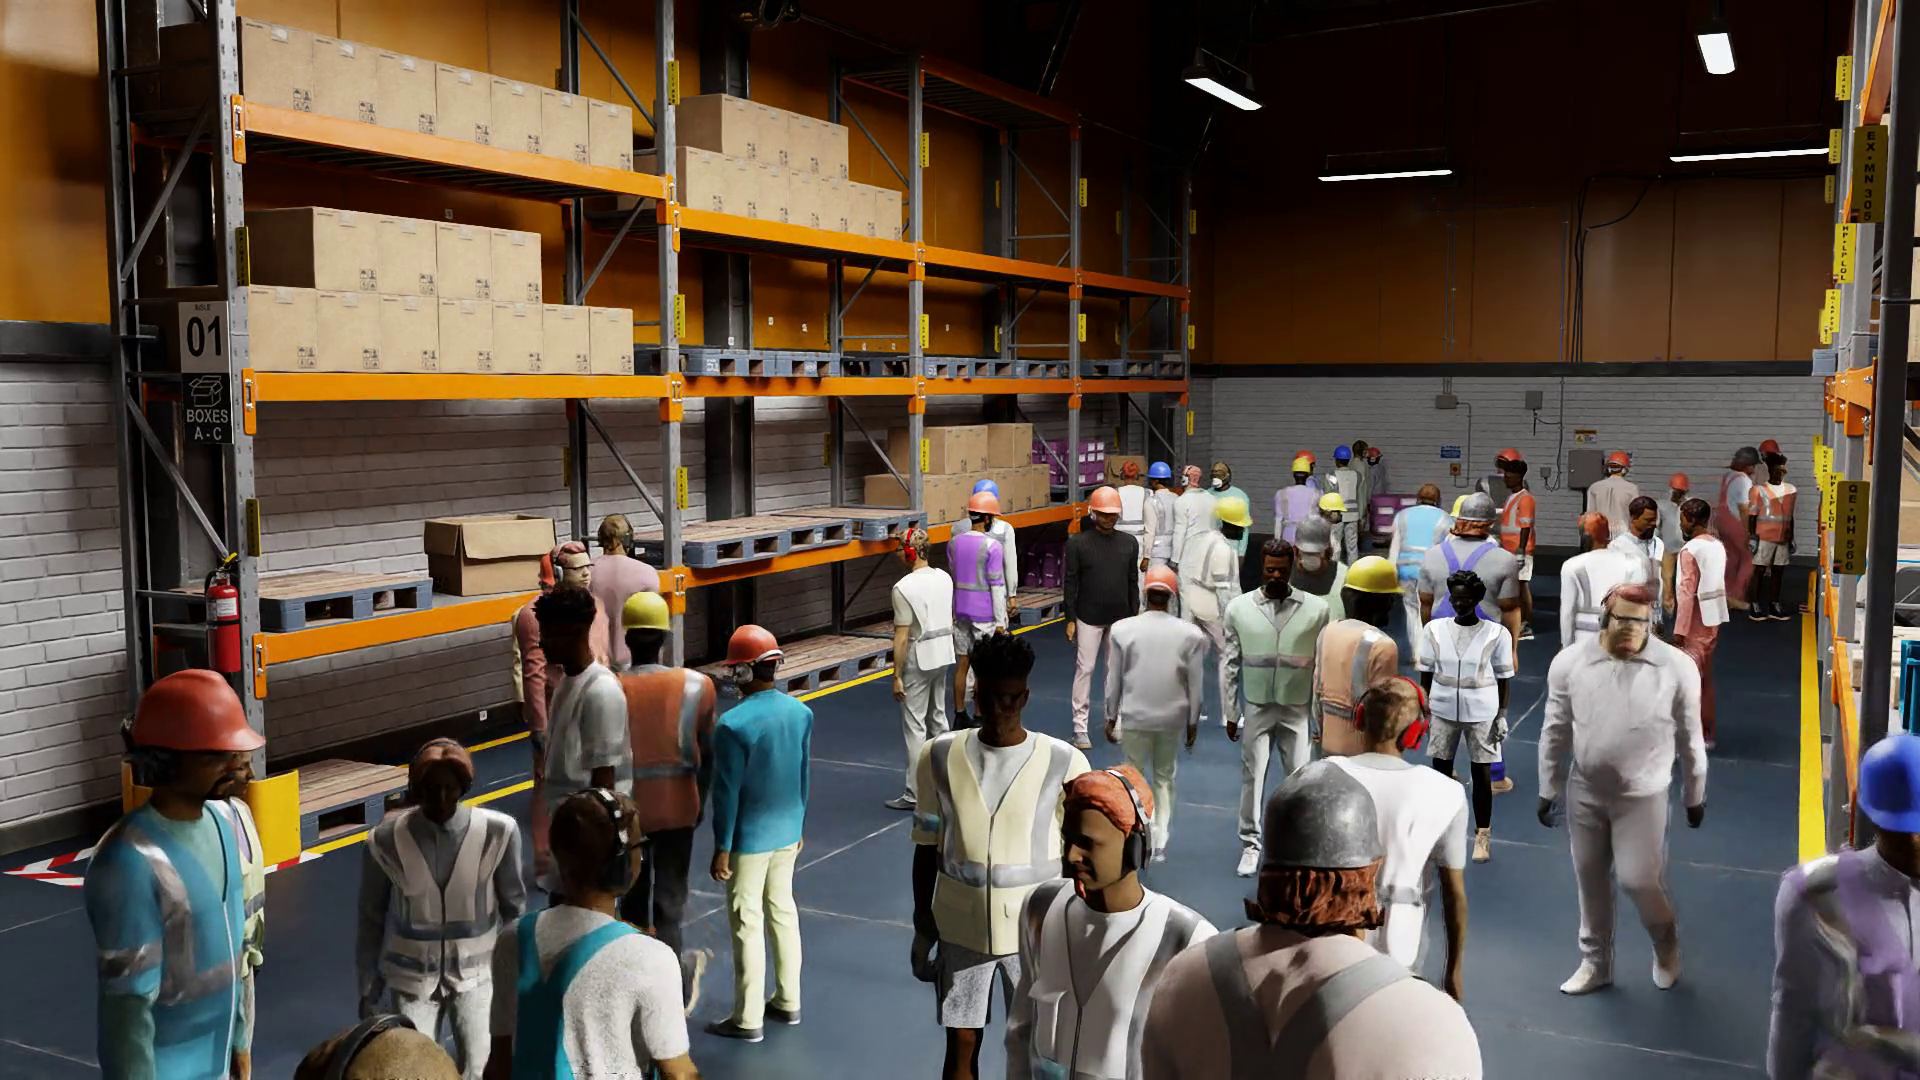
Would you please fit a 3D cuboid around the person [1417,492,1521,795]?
[{"bbox_3d":[3.491,0.685,11.303,0.688,2.000,0.536,4,7,38],"label":"person"}]

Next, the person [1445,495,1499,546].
[{"bbox_3d":[4.321,0.527,14.195,0.404,1.824,0.585,-2,6,-22],"label":"person"}]

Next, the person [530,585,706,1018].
[{"bbox_3d":[-1.460,1.148,6.885,0.703,1.939,0.641,-3,6,-29],"label":"person"}]

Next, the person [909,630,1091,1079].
[{"bbox_3d":[0.125,1.267,5.438,0.606,1.967,0.367,1,5,11],"label":"person"}]

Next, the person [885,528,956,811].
[{"bbox_3d":[-0.239,0.838,10.757,0.397,1.836,0.562,4,6,35],"label":"person"}]

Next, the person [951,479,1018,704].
[{"bbox_3d":[0.210,0.452,14.302,0.606,1.948,0.391,2,6,20],"label":"person"}]

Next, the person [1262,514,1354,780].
[{"bbox_3d":[2.221,0.769,10.405,0.690,2.000,1.062,2,6,16],"label":"person"}]

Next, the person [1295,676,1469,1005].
[{"bbox_3d":[1.335,1.351,5.390,0.595,1.811,0.465,2,6,16],"label":"person"}]

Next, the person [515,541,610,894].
[{"bbox_3d":[-2.112,0.957,9.089,0.404,1.911,0.636,3,6,28],"label":"person"}]

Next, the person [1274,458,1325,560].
[{"bbox_3d":[3.894,0.020,19.080,0.594,1.922,0.386,1,5,8],"label":"person"}]

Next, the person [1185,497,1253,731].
[{"bbox_3d":[2.070,0.583,13.304,0.735,1.868,0.628,0,5,2],"label":"person"}]

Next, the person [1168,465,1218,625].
[{"bbox_3d":[2.437,0.163,17.632,0.639,1.910,0.407,-5,7,-43],"label":"person"}]

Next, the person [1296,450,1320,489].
[{"bbox_3d":[4.387,-0.173,21.108,0.362,1.934,0.543,1,5,12],"label":"person"}]

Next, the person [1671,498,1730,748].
[{"bbox_3d":[5.559,0.641,12.517,0.401,1.907,0.597,5,7,43],"label":"person"}]

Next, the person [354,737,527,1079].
[{"bbox_3d":[-1.668,1.439,5.364,0.547,1.619,0.376,-1,5,-14],"label":"person"}]

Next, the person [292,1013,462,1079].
[{"bbox_3d":[-0.803,1.582,2.263,0.367,1.932,0.632,2,6,21],"label":"person"}]

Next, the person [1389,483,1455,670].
[{"bbox_3d":[4.566,0.344,16.330,0.633,1.784,0.955,3,6,28],"label":"person"}]

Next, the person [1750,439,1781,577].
[{"bbox_3d":[11.523,-0.448,23.811,0.613,1.985,0.412,-2,6,-24],"label":"person"}]

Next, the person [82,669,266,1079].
[{"bbox_3d":[-1.991,1.341,4.312,0.430,2.032,0.609,0,5,2],"label":"person"}]

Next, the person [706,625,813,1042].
[{"bbox_3d":[-0.865,1.229,7.074,0.352,1.738,0.573,3,6,32],"label":"person"}]

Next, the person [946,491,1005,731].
[{"bbox_3d":[0.149,0.579,13.082,0.546,1.927,0.390,5,7,43],"label":"person"}]

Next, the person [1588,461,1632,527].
[{"bbox_3d":[7.893,-0.052,20.139,0.575,1.877,0.358,1,5,15],"label":"person"}]

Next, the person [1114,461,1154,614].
[{"bbox_3d":[1.956,0.035,19.151,0.576,1.882,0.355,-1,5,-7],"label":"person"}]

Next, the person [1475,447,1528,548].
[{"bbox_3d":[6.435,-0.097,19.881,0.681,2.018,0.458,2,6,25],"label":"person"}]

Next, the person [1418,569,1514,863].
[{"bbox_3d":[2.909,1.012,9.614,0.539,1.695,0.318,3,6,29],"label":"person"}]

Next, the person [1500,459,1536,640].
[{"bbox_3d":[6.046,0.098,18.065,0.370,1.959,0.604,0,5,2],"label":"person"}]

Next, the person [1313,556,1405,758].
[{"bbox_3d":[1.974,1.034,8.154,0.383,1.924,0.594,-2,6,-22],"label":"person"}]

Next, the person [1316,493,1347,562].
[{"bbox_3d":[3.421,0.437,15.491,0.338,1.757,0.518,2,6,20],"label":"person"}]

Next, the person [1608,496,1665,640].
[{"bbox_3d":[5.209,0.609,12.851,0.598,1.908,0.402,-4,6,-34],"label":"person"}]

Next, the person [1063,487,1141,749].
[{"bbox_3d":[1.088,0.587,12.614,0.623,1.990,0.397,-2,6,-17],"label":"person"}]

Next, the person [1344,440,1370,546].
[{"bbox_3d":[5.946,-0.524,24.860,0.373,1.940,0.628,-1,5,-7],"label":"person"}]

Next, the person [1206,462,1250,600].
[{"bbox_3d":[2.856,0.110,18.098,0.629,1.930,0.358,4,7,39],"label":"person"}]

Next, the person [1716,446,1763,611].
[{"bbox_3d":[9.512,-0.145,20.240,0.535,2.000,0.702,0,5,-1],"label":"person"}]

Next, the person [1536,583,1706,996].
[{"bbox_3d":[2.966,1.119,7.472,0.657,1.888,0.476,5,7,43],"label":"person"}]

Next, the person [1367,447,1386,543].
[{"bbox_3d":[6.762,-0.644,27.209,0.351,1.743,0.561,3,6,33],"label":"person"}]

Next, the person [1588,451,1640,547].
[{"bbox_3d":[7.679,-0.049,19.514,0.620,1.986,0.408,5,7,43],"label":"person"}]

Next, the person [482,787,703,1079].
[{"bbox_3d":[-0.809,1.482,3.969,0.517,1.806,0.905,3,6,33],"label":"person"}]

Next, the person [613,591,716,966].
[{"bbox_3d":[-1.326,1.158,7.119,0.580,1.875,0.971,-1,5,-7],"label":"person"}]

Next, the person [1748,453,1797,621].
[{"bbox_3d":[9.498,-0.034,19.436,0.617,1.964,0.361,-1,5,-11],"label":"person"}]

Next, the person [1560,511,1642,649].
[{"bbox_3d":[4.555,0.732,11.742,0.611,1.865,0.576,0,5,4],"label":"person"}]

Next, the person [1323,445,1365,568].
[{"bbox_3d":[5.138,-0.295,22.326,0.614,1.950,0.376,-1,5,-12],"label":"person"}]

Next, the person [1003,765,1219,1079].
[{"bbox_3d":[0.339,1.454,3.866,0.584,1.882,0.348,4,7,38],"label":"person"}]

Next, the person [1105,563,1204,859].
[{"bbox_3d":[1.118,1.003,9.521,0.567,1.728,0.527,0,5,-3],"label":"person"}]

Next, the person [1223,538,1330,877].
[{"bbox_3d":[1.768,0.937,9.324,0.584,1.911,0.391,1,5,6],"label":"person"}]

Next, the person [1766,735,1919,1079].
[{"bbox_3d":[2.376,1.411,4.202,0.624,1.916,0.759,1,5,14],"label":"person"}]

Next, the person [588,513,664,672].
[{"bbox_3d":[-2.190,0.795,10.671,0.631,1.939,0.372,1,5,11],"label":"person"}]

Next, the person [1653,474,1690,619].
[{"bbox_3d":[8.325,0.097,19.313,0.583,1.711,0.855,2,6,20],"label":"person"}]

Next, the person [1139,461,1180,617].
[{"bbox_3d":[2.130,0.141,17.651,0.388,1.948,0.605,5,7,42],"label":"person"}]
